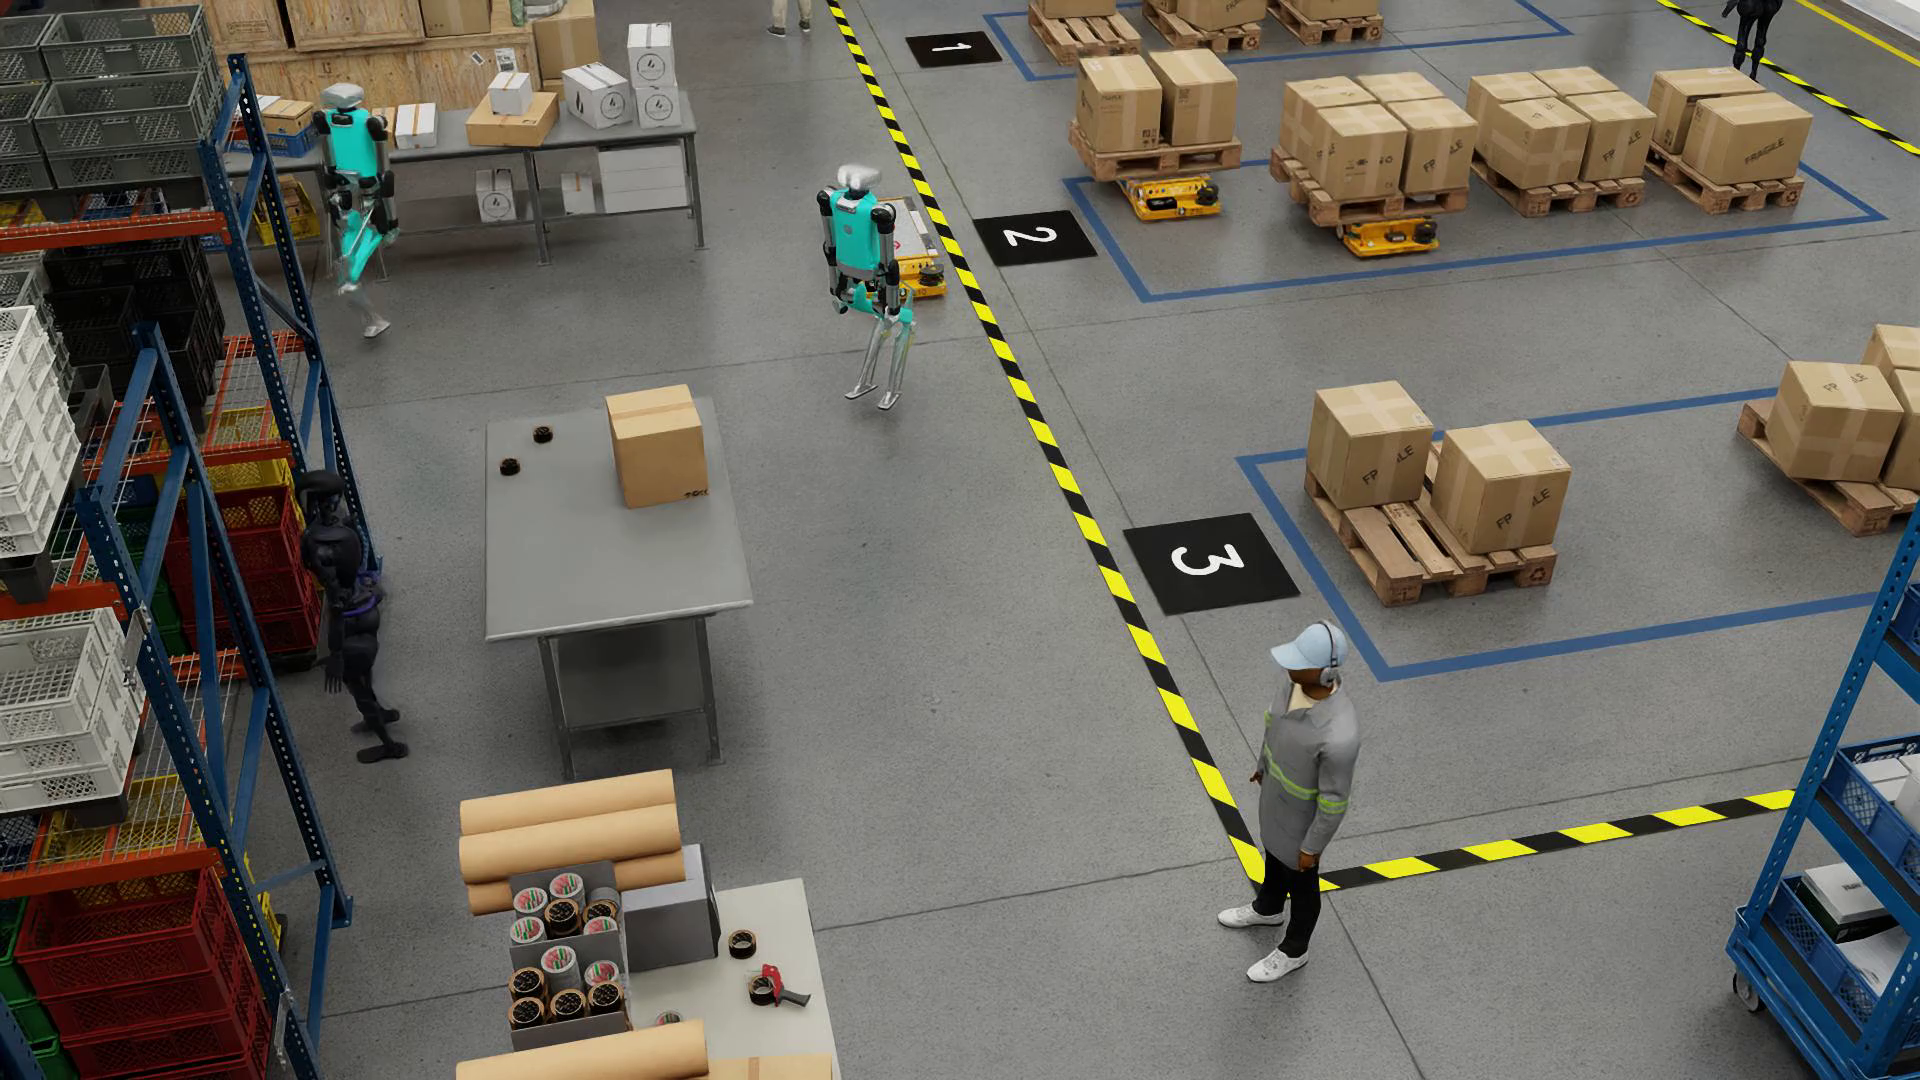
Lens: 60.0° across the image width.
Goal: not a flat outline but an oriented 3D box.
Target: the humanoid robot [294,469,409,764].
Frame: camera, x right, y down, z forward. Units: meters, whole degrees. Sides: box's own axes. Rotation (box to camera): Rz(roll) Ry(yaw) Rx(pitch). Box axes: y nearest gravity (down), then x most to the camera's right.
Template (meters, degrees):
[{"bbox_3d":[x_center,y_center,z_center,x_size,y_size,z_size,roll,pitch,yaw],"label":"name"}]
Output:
[{"bbox_3d":[-2.882,0.400,7.833,0.341,1.654,0.602,-7,37,-10],"label":"humanoid robot"}]

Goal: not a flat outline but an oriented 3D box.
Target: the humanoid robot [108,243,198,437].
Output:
[{"bbox_3d":[-4.795,-1.064,9.811,0.613,1.644,0.478,14,39,18],"label":"humanoid robot"}]

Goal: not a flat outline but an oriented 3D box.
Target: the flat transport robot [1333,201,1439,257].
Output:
[{"bbox_3d":[3.167,-2.654,13.097,0.652,0.197,1.431,-8,37,-10],"label":"flat transport robot"}]

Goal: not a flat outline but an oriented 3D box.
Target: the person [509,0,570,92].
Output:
[{"bbox_3d":[-3.515,-4.378,14.043,0.412,1.939,0.604,24,43,28],"label":"person"}]

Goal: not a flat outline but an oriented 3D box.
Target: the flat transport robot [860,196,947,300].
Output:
[{"bbox_3d":[-0.570,-2.220,12.538,0.659,0.231,1.431,-8,37,-10],"label":"flat transport robot"}]

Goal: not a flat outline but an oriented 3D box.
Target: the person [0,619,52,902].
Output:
[{"bbox_3d":[-4.131,0.877,7.056,0.430,1.845,0.621,29,45,33],"label":"person"}]

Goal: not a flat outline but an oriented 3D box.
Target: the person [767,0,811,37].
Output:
[{"bbox_3d":[-1.679,-5.755,16.031,0.563,1.769,0.396,-20,41,-24],"label":"person"}]

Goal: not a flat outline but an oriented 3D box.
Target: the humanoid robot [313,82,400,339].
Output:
[{"bbox_3d":[-4.089,-2.083,11.133,0.541,1.777,0.843,11,38,15],"label":"humanoid robot"}]

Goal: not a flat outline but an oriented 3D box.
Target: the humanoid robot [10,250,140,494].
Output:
[{"bbox_3d":[-5.113,-1.017,9.710,0.548,1.815,0.702,-25,43,-30],"label":"humanoid robot"}]

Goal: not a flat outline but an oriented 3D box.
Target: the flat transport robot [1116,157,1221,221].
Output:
[{"bbox_3d":[1.588,-3.030,13.602,0.652,0.197,1.431,-8,37,-10],"label":"flat transport robot"}]

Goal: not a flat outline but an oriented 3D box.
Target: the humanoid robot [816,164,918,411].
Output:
[{"bbox_3d":[-0.489,-1.637,10.408,0.533,1.681,0.735,21,42,26],"label":"humanoid robot"}]

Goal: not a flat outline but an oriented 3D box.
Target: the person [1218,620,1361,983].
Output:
[{"bbox_3d":[1.354,1.061,6.801,0.372,1.852,0.588,-9,38,-11],"label":"person"}]

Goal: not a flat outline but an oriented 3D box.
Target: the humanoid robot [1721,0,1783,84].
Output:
[{"bbox_3d":[7.176,-4.893,14.936,0.599,1.659,0.315,-14,39,-19],"label":"humanoid robot"}]
